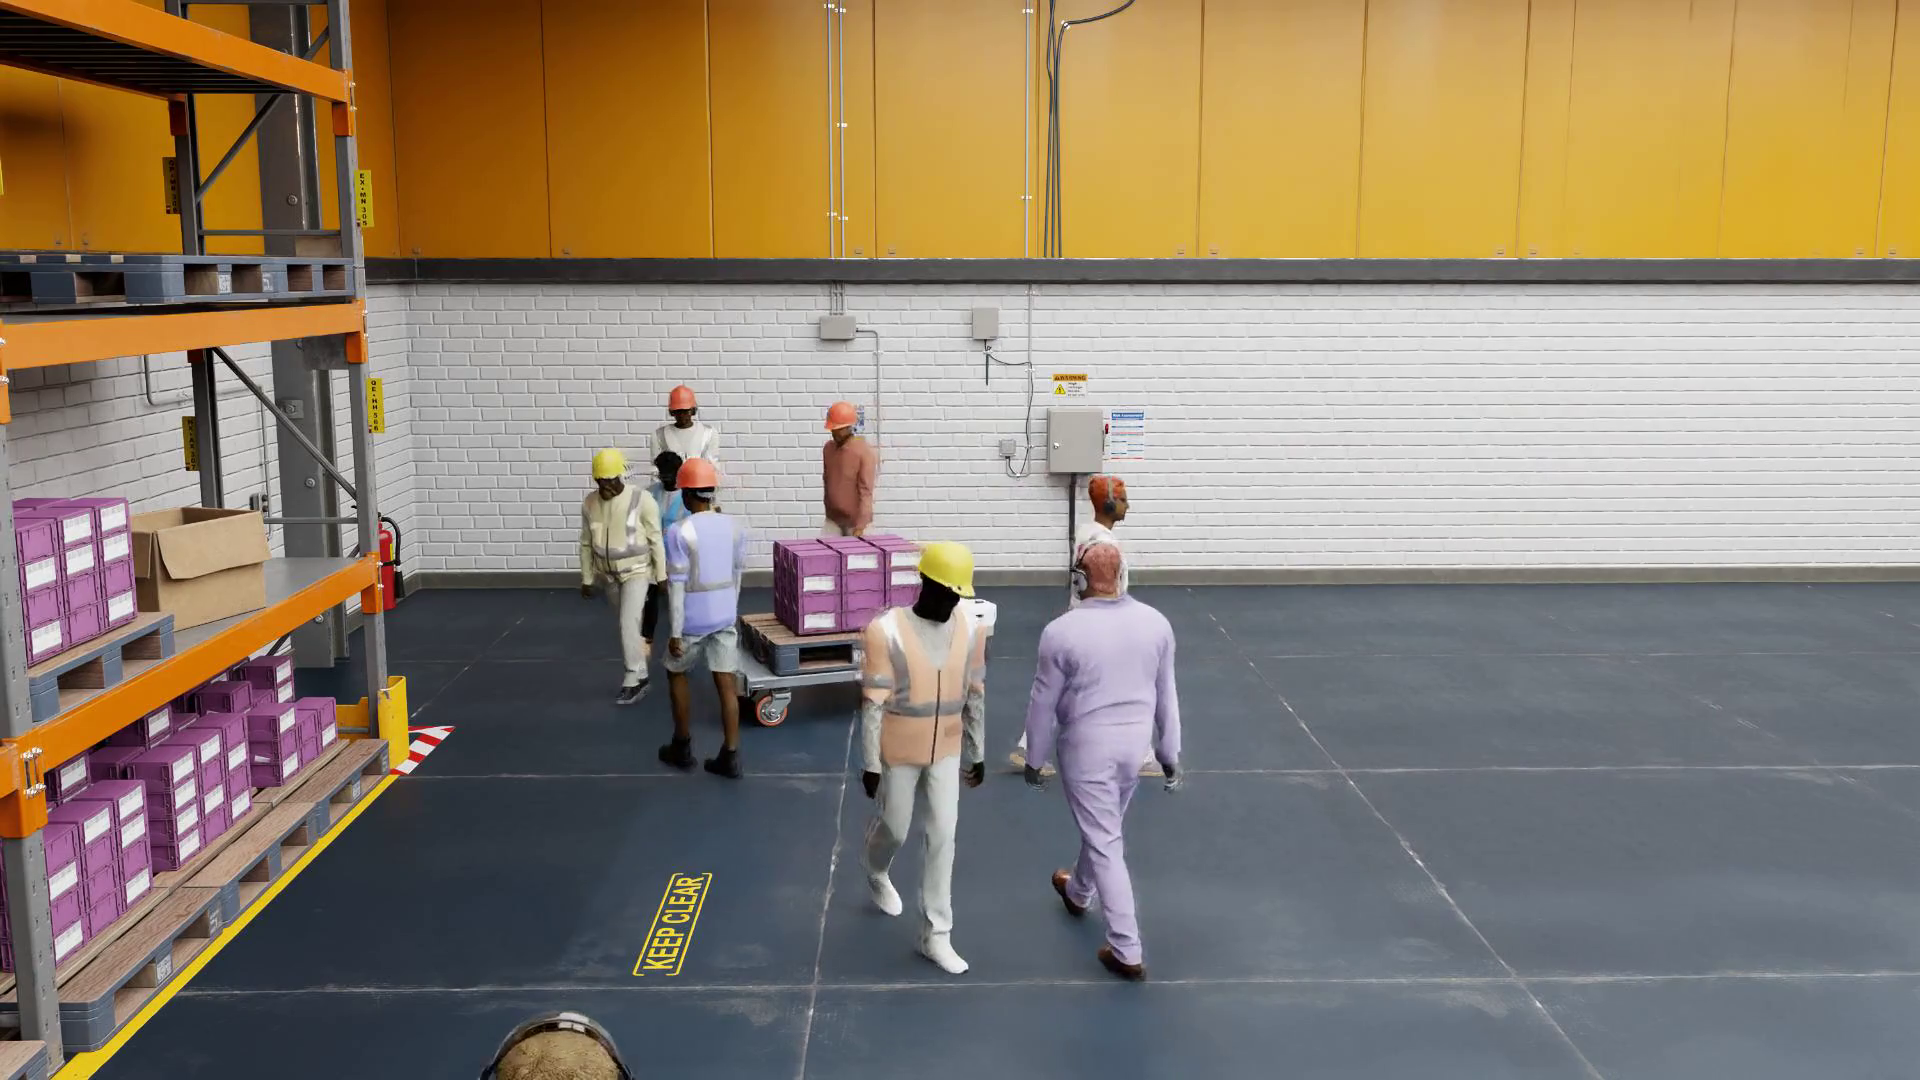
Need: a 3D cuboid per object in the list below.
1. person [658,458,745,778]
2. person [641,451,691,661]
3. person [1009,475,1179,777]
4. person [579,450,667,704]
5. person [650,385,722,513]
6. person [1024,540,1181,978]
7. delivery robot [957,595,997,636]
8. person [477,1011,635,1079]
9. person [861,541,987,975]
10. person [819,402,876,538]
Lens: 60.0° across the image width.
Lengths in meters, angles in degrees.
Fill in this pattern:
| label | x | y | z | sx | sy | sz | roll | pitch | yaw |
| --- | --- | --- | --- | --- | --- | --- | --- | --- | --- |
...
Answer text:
| label | x | y | z | sx | sy | sz | roll | pitch | yaw |
| --- | --- | --- | --- | --- | --- | --- | --- | --- | --- |
| person | -1.593 | 0.458 | 10.021 | 0.577 | 1.906 | 0.794 | -8 | 12 | -41 |
| person | -2.258 | 0.136 | 12.774 | 0.570 | 1.645 | 0.763 | 3 | 10 | 19 |
| person | 0.775 | 0.523 | 9.866 | 1.007 | 1.838 | 0.589 | -2 | 9 | -10 |
| person | -2.395 | 0.255 | 11.639 | 0.609 | 1.783 | 0.697 | 4 | 10 | 23 |
| person | -2.392 | -0.347 | 14.598 | 0.609 | 2.032 | 0.409 | -2 | 9 | -11 |
| person | 0.595 | 0.917 | 7.392 | 0.664 | 1.842 | 1.002 | -4 | 10 | -26 |
| delivery robot | -0.077 | 0.607 | 12.958 | 0.707 | 0.478 | 0.477 | -4 | 10 | -26 |
| person | -0.606 | 1.670 | 2.560 | 0.637 | 1.917 | 0.669 | -3 | 10 | -18 |
| person | -0.192 | 0.904 | 7.432 | 0.613 | 1.872 | 0.878 | -4 | 10 | -25 |
| person | -0.994 | -0.148 | 13.583 | 0.636 | 1.952 | 0.815 | 8 | 13 | 42 |
